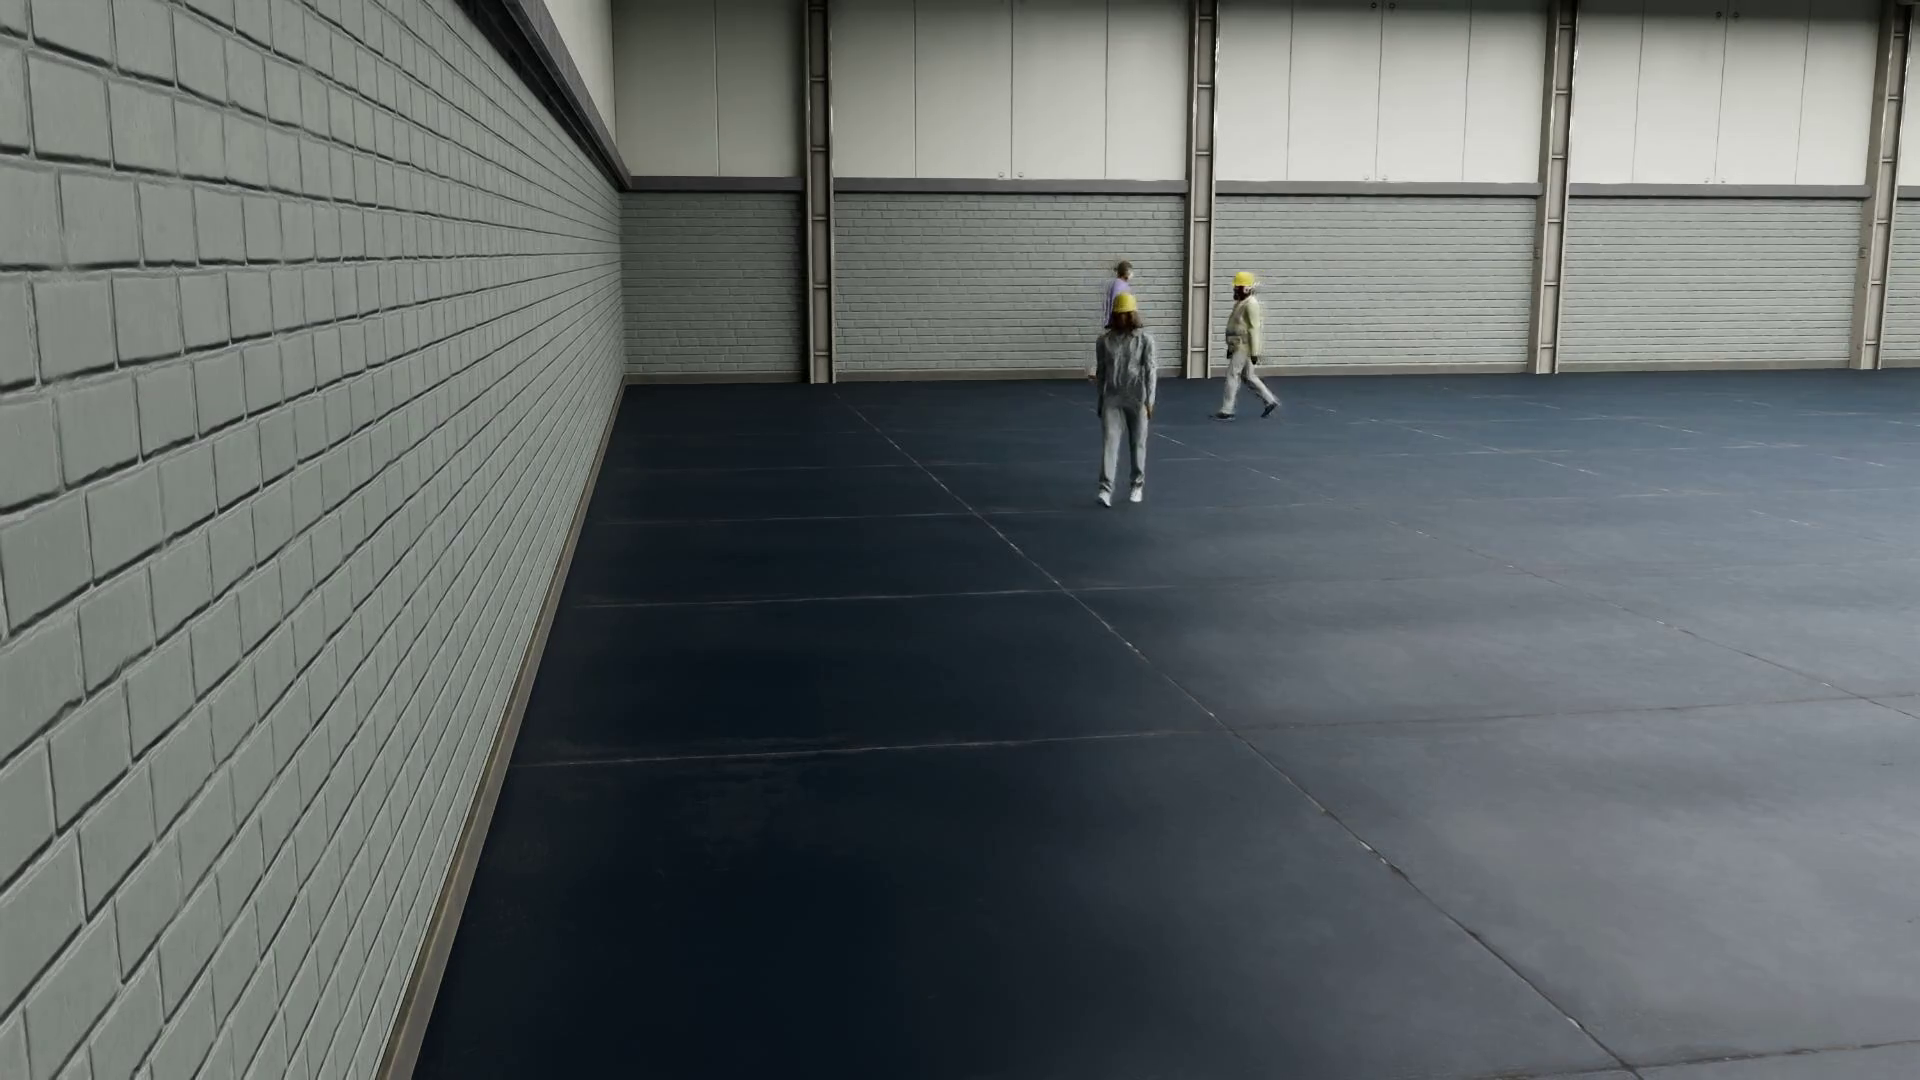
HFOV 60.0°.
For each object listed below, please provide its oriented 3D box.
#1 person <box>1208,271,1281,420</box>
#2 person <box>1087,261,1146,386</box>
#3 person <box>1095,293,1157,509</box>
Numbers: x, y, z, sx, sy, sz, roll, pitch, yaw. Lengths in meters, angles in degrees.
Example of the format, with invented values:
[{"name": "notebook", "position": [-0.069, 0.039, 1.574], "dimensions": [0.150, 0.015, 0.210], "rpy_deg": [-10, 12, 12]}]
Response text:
[{"name": "person", "position": [3.453, -2.329, 19.960], "dimensions": [0.874, 1.800, 0.589], "rpy_deg": [0, 10, -1]}, {"name": "person", "position": [2.403, -3.263, 25.103], "dimensions": [1.061, 1.887, 0.645], "rpy_deg": [2, 10, 12]}, {"name": "person", "position": [1.303, -1.098, 13.169], "dimensions": [0.503, 1.689, 0.938], "rpy_deg": [3, 10, 15]}]
